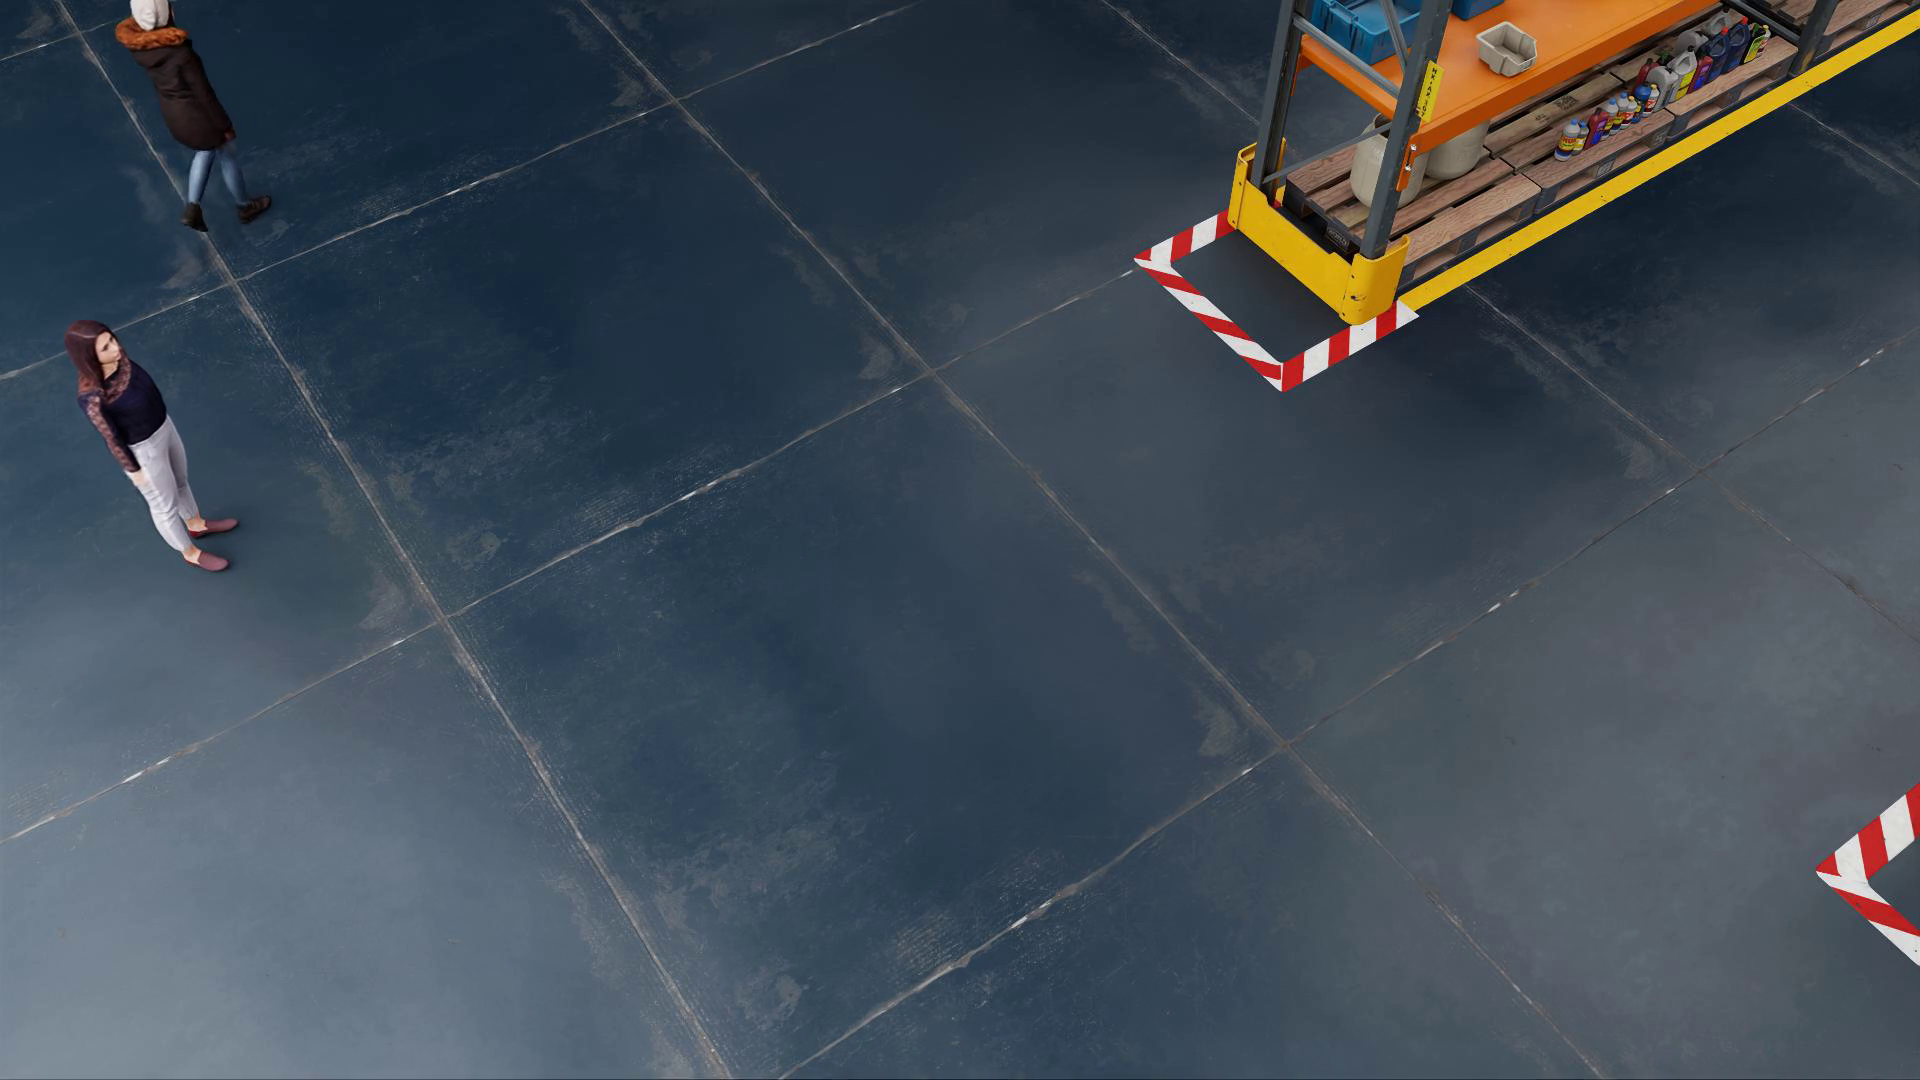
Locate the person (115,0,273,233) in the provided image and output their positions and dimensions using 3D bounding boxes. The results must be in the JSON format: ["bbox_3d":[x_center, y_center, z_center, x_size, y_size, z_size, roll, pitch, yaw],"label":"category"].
[{"bbox_3d":[-4.450,-2.410,9.570,0.836,1.619,0.945,21,55,15],"label":"person"}]

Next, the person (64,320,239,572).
[{"bbox_3d":[-3.924,-0.468,8.073,0.684,1.607,0.678,-3,52,-3],"label":"person"}]
